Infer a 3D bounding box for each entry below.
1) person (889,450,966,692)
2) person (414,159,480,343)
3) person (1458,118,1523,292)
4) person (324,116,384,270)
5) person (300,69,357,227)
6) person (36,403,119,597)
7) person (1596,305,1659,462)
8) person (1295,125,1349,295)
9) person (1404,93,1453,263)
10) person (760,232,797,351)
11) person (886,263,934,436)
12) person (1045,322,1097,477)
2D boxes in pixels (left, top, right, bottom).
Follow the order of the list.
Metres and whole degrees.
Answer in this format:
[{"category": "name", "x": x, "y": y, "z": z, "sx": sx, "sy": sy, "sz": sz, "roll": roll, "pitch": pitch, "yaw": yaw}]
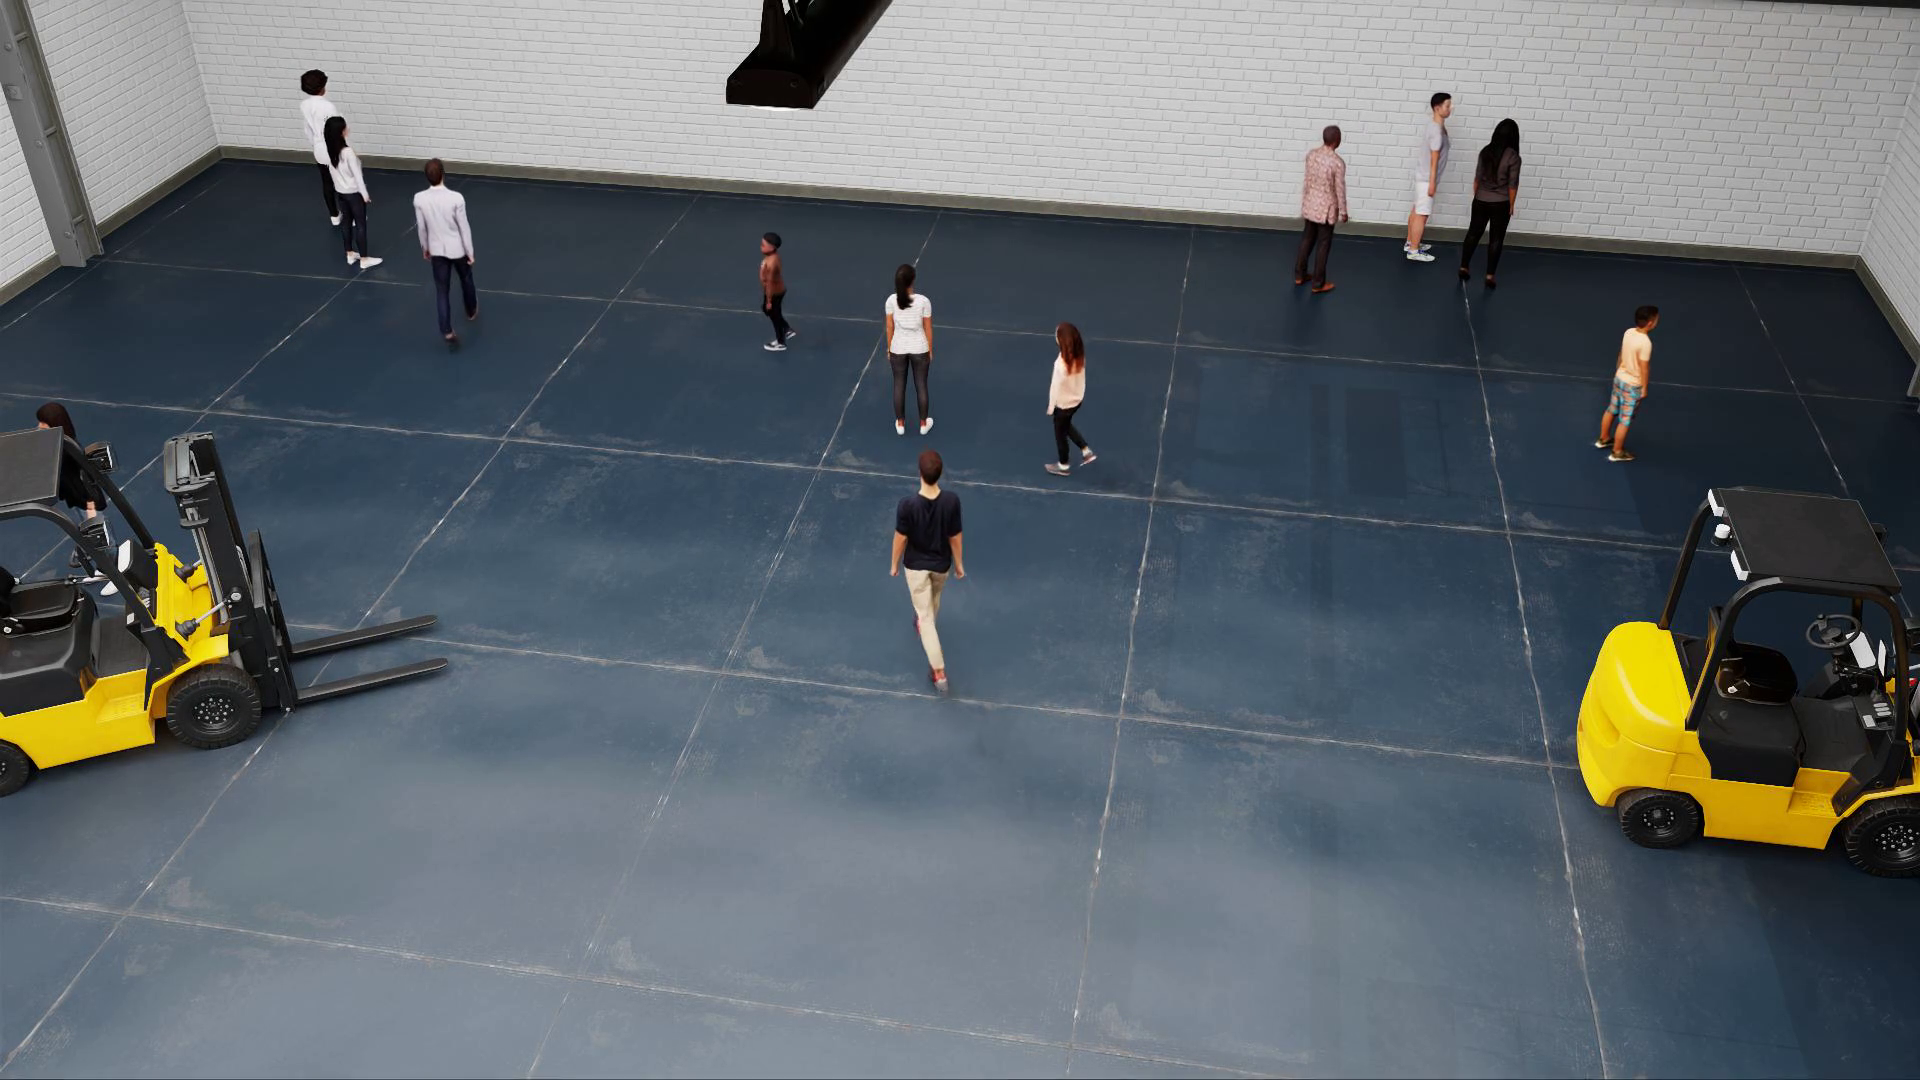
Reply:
[{"category": "person", "x": -0.205, "y": 0.246, "z": 11.944, "sx": 1.043, "sy": 1.810, "sz": 1.254, "roll": -11, "pitch": 35, "yaw": -16}, {"category": "person", "x": -5.133, "y": -2.852, "z": 16.597, "sx": 0.896, "sy": 1.819, "sz": 1.276, "roll": -2, "pitch": 34, "yaw": -3}, {"category": "person", "x": 5.642, "y": -3.555, "z": 17.638, "sx": 0.747, "sy": 1.838, "sz": 0.772, "roll": 27, "pitch": 42, "yaw": 34}, {"category": "person", "x": -6.686, "y": -3.811, "z": 18.147, "sx": 0.733, "sy": 1.700, "sz": 0.706, "roll": 19, "pitch": 38, "yaw": 26}, {"category": "person", "x": -7.242, "y": -4.489, "z": 19.068, "sx": 0.644, "sy": 1.809, "sz": 0.590, "roll": 10, "pitch": 35, "yaw": 14}, {"category": "person", "x": -6.845, "y": -0.346, "z": 12.982, "sx": 0.648, "sy": 1.647, "sz": 0.660, "roll": 24, "pitch": 41, "yaw": 32}, {"category": "person", "x": 5.933, "y": -1.409, "z": 14.752, "sx": 0.654, "sy": 1.458, "sz": 0.540, "roll": -7, "pitch": 34, "yaw": -11}, {"category": "person", "x": 3.813, "y": -3.487, "z": 17.565, "sx": 0.855, "sy": 1.804, "sz": 0.795, "roll": -21, "pitch": 39, "yaw": -29}, {"category": "person", "x": 5.152, "y": -4.009, "z": 18.306, "sx": 0.728, "sy": 1.854, "sz": 0.495, "roll": 5, "pitch": 34, "yaw": 7}, {"category": "person", "x": -1.782, "y": -2.467, "z": 16.536, "sx": 0.645, "sy": 1.245, "sz": 0.554, "roll": -3, "pitch": 34, "yaw": -5}, {"category": "person", "x": -0.458, "y": -1.723, "z": 15.058, "sx": 0.584, "sy": 1.642, "sz": 0.534, "roll": 2, "pitch": 34, "yaw": 3}, {"category": "person", "x": 0.979, "y": -1.187, "z": 14.406, "sx": 0.735, "sy": 1.472, "sz": 0.700, "roll": 18, "pitch": 38, "yaw": 25}]
